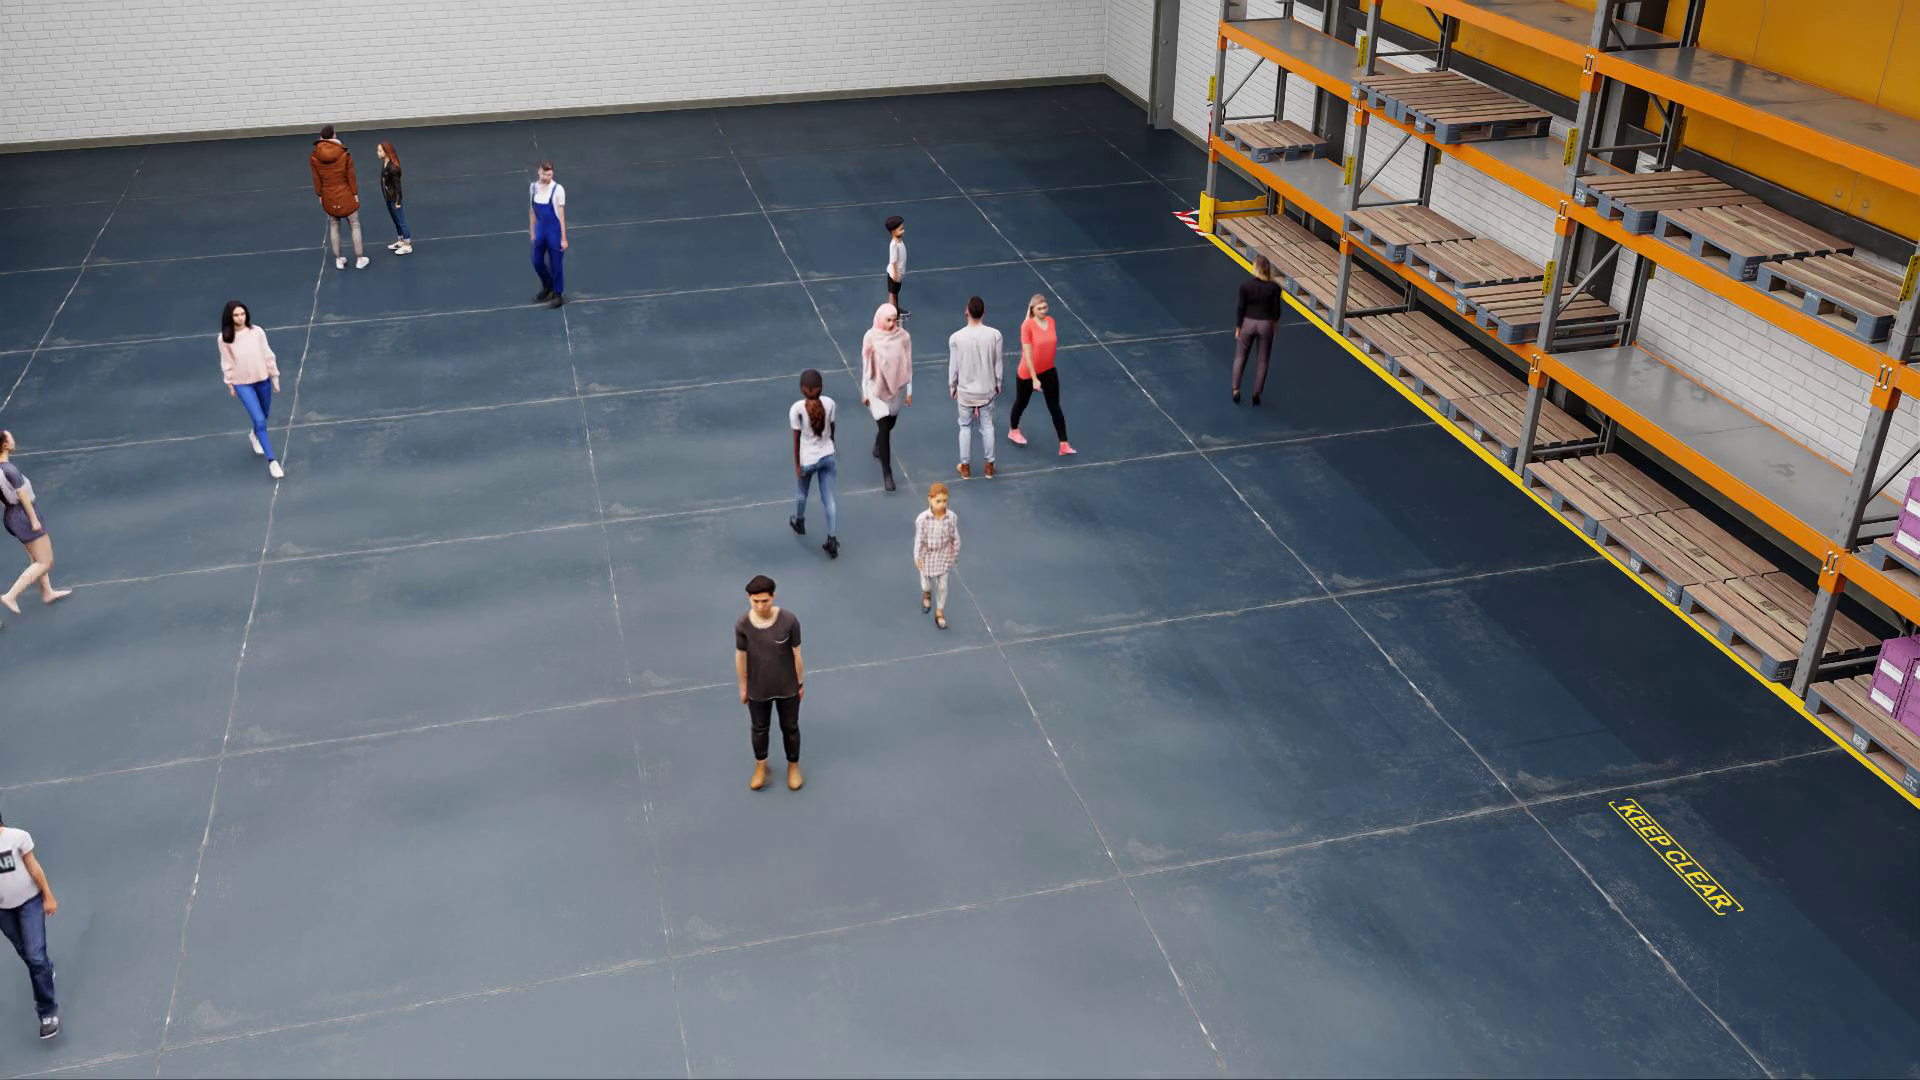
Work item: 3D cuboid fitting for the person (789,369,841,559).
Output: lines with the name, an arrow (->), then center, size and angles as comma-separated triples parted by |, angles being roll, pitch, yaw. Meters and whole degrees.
person -> -1.231, -0.648, 14.603 | 0.688, 1.692, 1.027 | -11, 31, -20

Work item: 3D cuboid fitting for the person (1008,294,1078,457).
person -> 0.686, -1.641, 16.485 | 0.822, 1.634, 1.192 | -18, 34, -30

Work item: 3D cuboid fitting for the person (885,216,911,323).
person -> -0.764, -3.250, 19.824 | 0.621, 1.261, 0.533 | 5, 29, 9

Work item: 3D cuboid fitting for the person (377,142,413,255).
person -> -7.461, -4.522, 21.924 | 0.692, 1.483, 0.556 | -20, 34, -32

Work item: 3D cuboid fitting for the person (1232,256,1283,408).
person -> 3.116, -2.161, 17.402 | 0.682, 1.669, 0.672 | 5, 29, 9

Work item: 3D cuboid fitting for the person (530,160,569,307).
person -> -4.955, -3.715, 20.082 | 0.845, 1.830, 0.864 | 11, 30, 19

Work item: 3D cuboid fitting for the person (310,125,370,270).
person -> -7.965, -4.389, 21.312 | 0.738, 1.836, 0.738 | -3, 29, -5

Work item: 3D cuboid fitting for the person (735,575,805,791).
person -> -1.320, 0.973, 11.614 | 0.660, 1.709, 0.618 | -1, 29, -2

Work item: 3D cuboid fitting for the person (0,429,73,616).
person -> -7.790, -0.116, 13.691 | 0.879, 1.633, 0.911 | 21, 35, 33

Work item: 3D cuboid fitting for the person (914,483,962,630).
person -> -0.209, 0.091, 13.657 | 0.553, 1.301, 0.644 | -5, 29, -9

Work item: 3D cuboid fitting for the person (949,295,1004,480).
person -> 0.158, -1.461, 15.944 | 0.705, 1.837, 0.594 | -3, 29, -6

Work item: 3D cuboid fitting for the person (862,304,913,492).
person -> -0.722, -1.435, 15.969 | 0.635, 1.766, 1.163 | -6, 29, -12

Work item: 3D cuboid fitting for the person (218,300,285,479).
person -> -6.892, -1.511, 16.148 | 0.929, 1.729, 1.234 | -20, 34, -32

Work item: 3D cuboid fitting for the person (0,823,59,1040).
person -> -5.536, 2.083, 9.762 | 0.548, 1.535, 0.885 | -7, 29, -13
